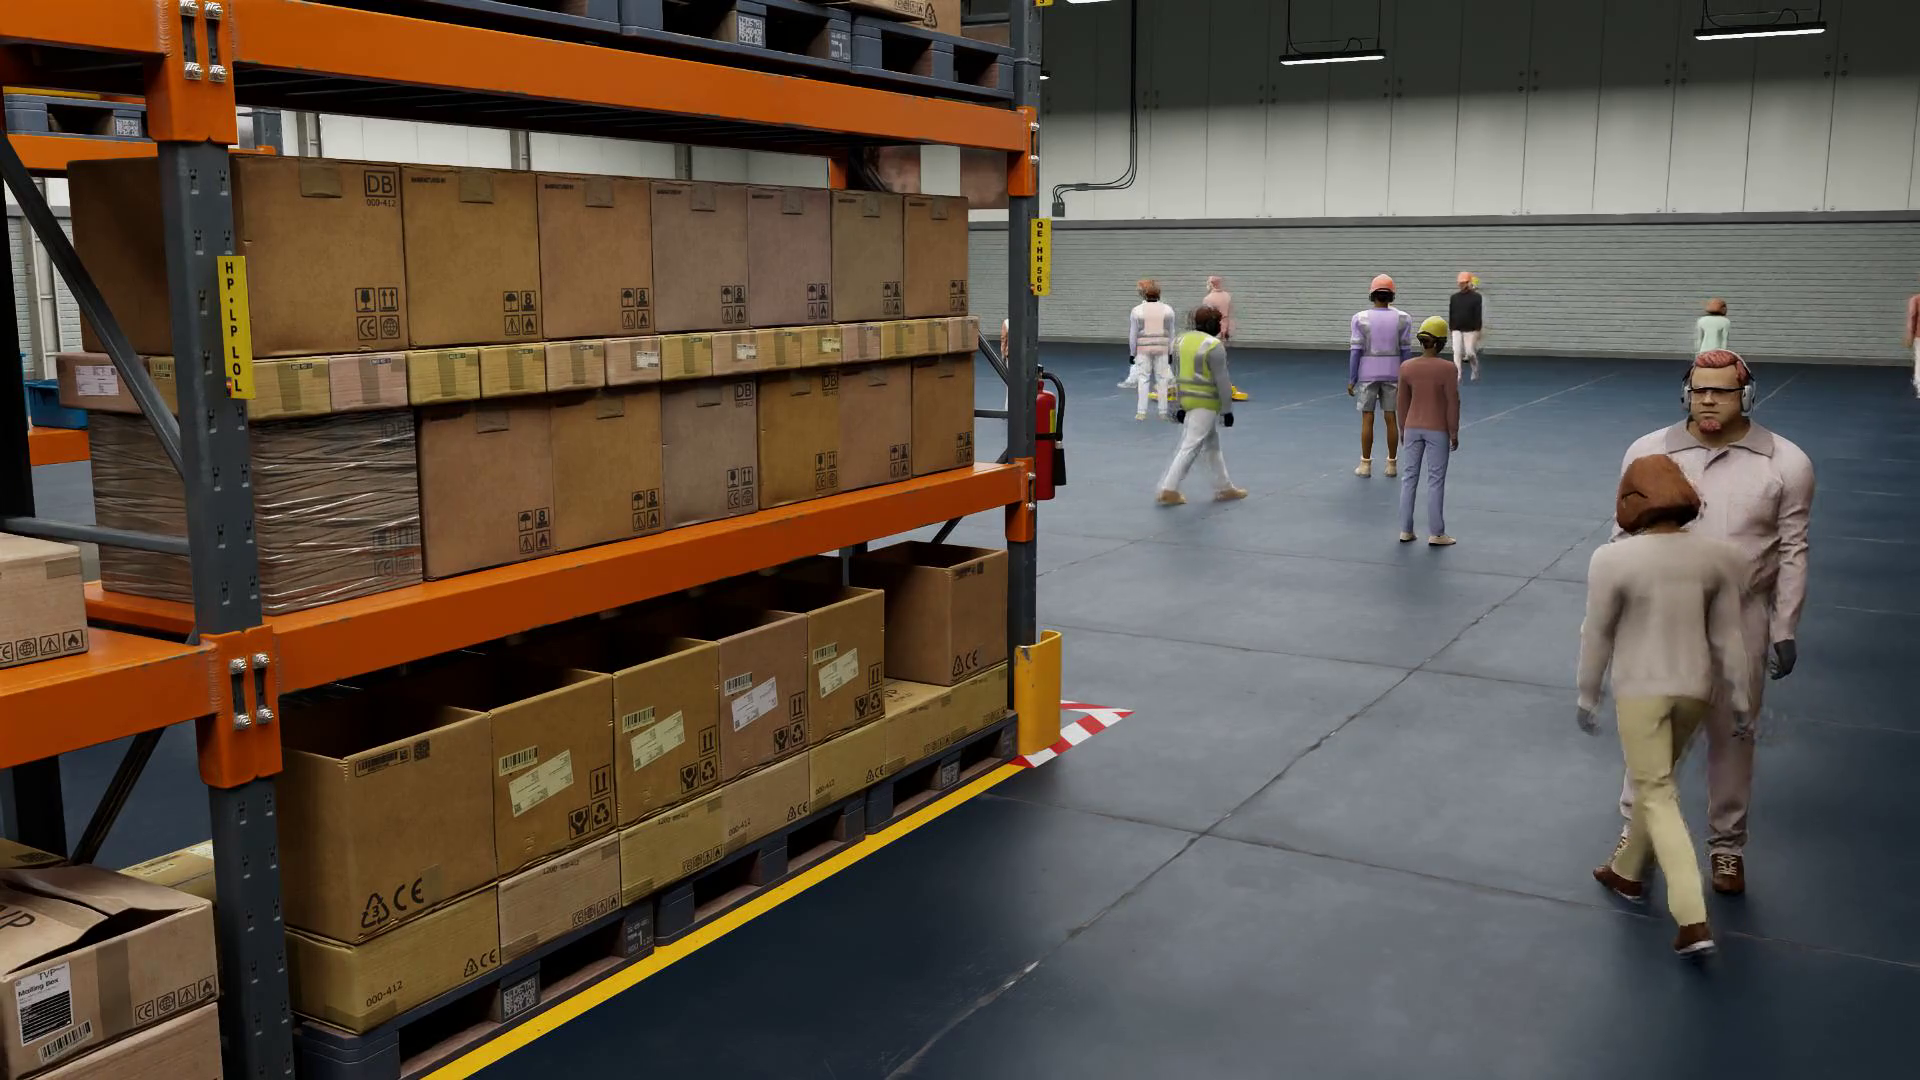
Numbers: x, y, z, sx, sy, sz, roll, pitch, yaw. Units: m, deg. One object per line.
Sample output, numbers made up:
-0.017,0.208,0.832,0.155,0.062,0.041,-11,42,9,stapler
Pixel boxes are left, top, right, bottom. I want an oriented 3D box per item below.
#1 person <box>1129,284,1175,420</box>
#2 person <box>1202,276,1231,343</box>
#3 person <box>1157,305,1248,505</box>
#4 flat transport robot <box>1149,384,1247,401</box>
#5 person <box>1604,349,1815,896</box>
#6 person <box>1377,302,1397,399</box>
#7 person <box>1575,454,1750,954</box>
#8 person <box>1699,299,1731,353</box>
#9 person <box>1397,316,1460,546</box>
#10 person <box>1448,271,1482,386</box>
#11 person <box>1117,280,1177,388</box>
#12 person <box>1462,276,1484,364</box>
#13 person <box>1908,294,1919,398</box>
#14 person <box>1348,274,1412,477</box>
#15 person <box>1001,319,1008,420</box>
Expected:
2.607,-2.546,22.628,0.621,1.845,0.429,0,10,-3,person
4.232,-3.537,28.311,0.804,1.873,0.675,9,13,44,person
2.186,-1.211,14.967,0.971,1.796,0.644,-4,10,-21,person
3.648,-2.287,25.703,1.431,0.197,0.652,-3,10,-17,flat transport robot
2.608,0.285,5.863,0.651,1.907,0.409,6,11,30,person
6.527,-3.031,25.692,0.310,1.768,0.533,-6,12,-33,person
2.318,0.517,5.439,0.529,1.590,0.830,-2,10,-9,person
10.997,-2.697,24.200,0.702,1.607,0.505,-8,12,-38,person
3.622,-0.839,12.857,0.313,1.769,0.523,-9,13,-44,person
8.727,-3.650,28.694,0.631,1.979,0.673,9,13,41,person
3.207,-3.468,28.066,0.979,1.842,0.595,1,10,8,person
10.567,-4.542,34.364,0.489,1.821,0.611,-3,10,-17,person
15.192,-3.216,26.127,0.639,1.982,0.609,-1,10,-3,person
4.220,-1.648,16.780,0.610,2.042,0.396,0,10,3,person
0.806,-2.450,22.656,0.514,1.642,0.310,3,10,15,person
